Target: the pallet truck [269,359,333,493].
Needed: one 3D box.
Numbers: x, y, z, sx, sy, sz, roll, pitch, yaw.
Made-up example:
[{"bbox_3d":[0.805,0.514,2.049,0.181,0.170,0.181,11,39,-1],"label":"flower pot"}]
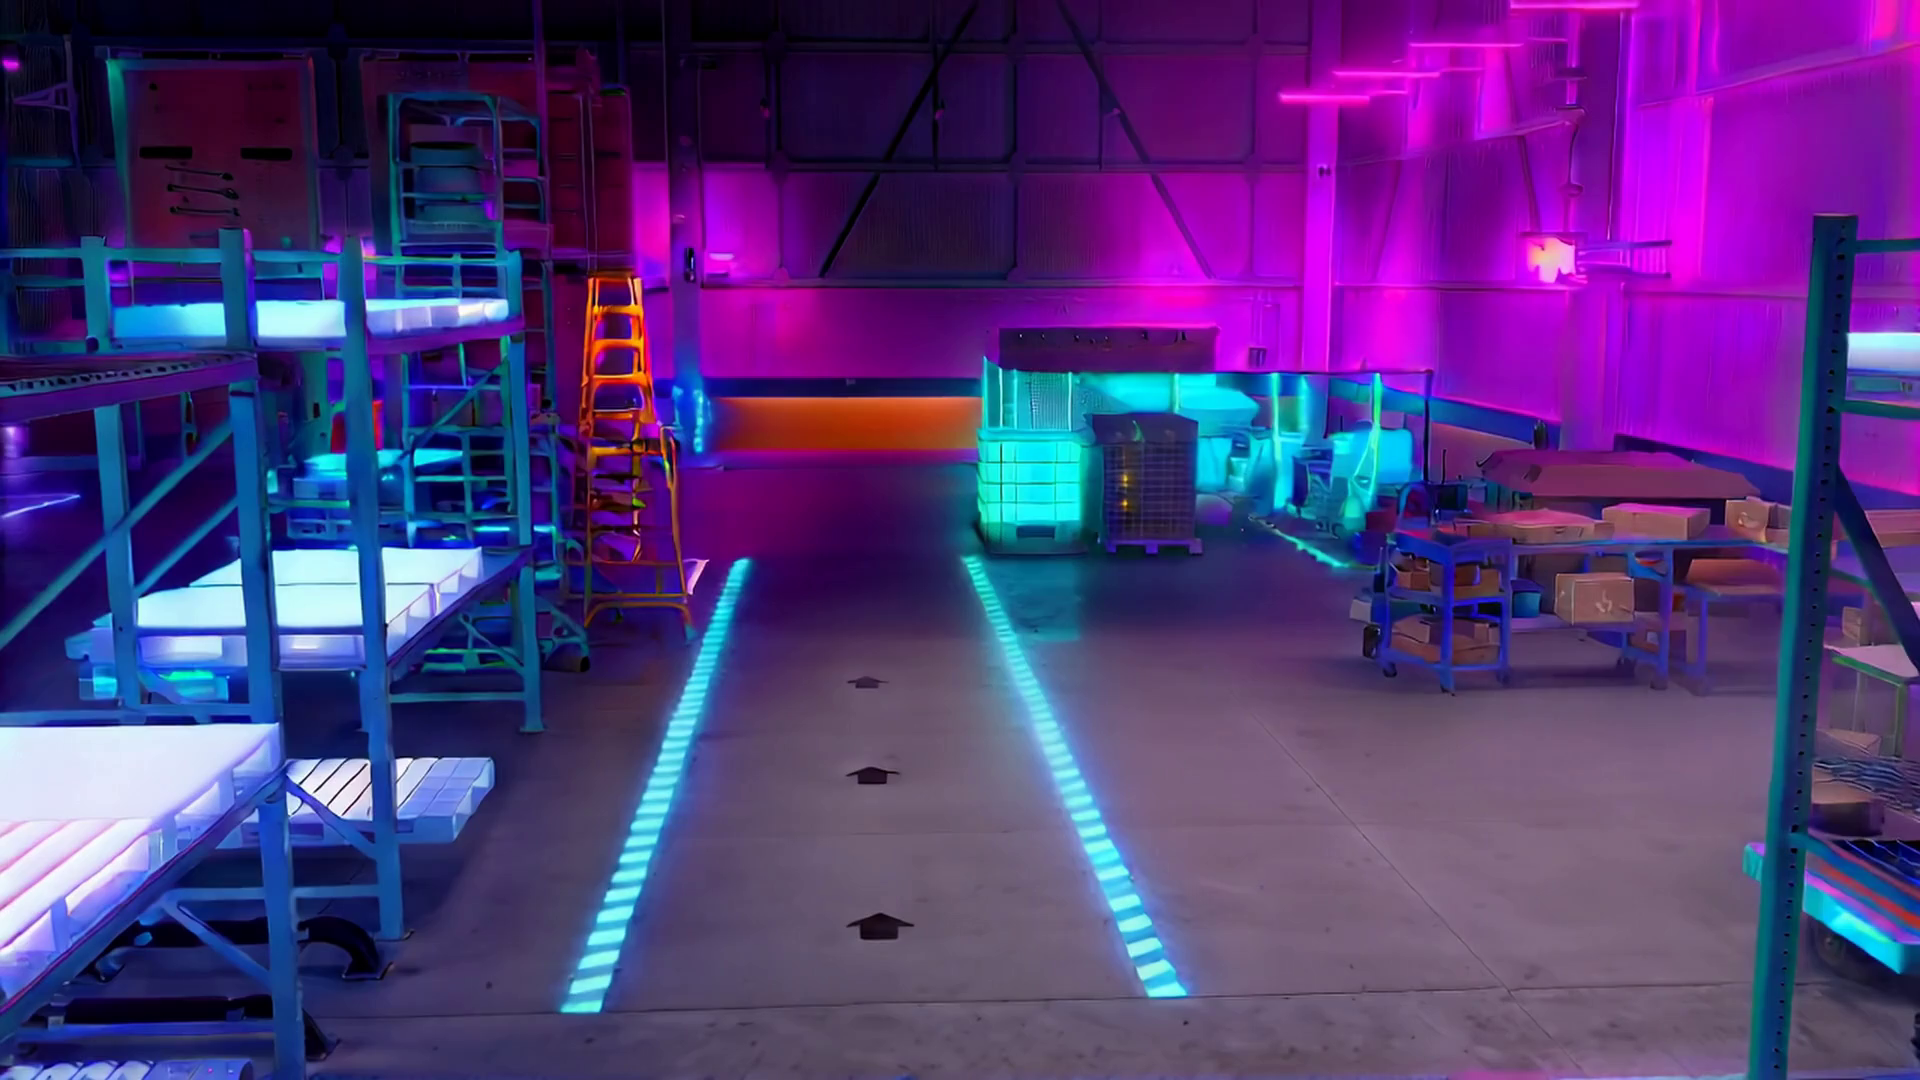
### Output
[{"bbox_3d":[-7.062,-1.131,18.996,1.885,1.965,0.823,2,9,13],"label":"pallet truck"}]
